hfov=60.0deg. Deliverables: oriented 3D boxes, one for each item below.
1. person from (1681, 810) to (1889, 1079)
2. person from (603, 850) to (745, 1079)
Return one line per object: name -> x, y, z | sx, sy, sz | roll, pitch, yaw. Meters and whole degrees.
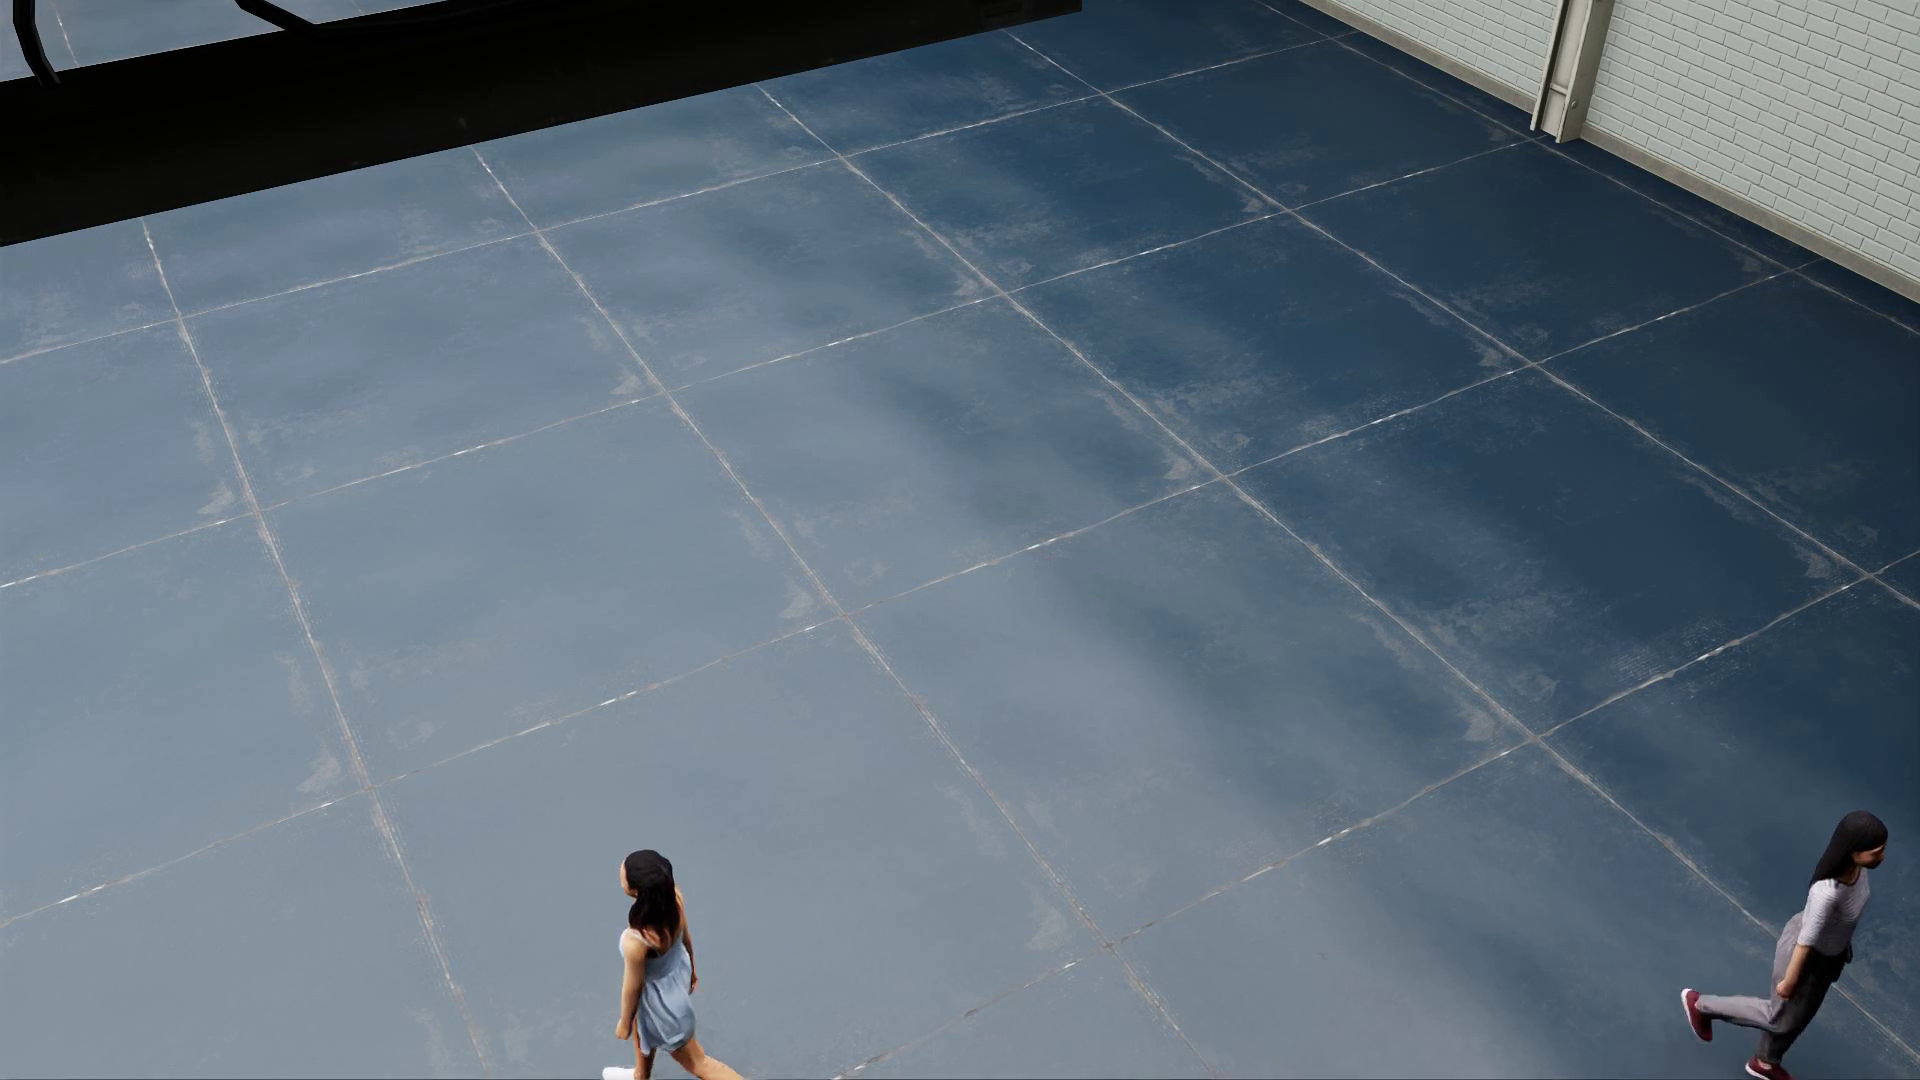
person -> 3.720, 1.805, 7.480 | 0.941, 1.722, 0.755 | 29, 47, 32
person -> -1.213, 2.011, 7.238 | 1.127, 1.694, 1.108 | 7, 39, 9
